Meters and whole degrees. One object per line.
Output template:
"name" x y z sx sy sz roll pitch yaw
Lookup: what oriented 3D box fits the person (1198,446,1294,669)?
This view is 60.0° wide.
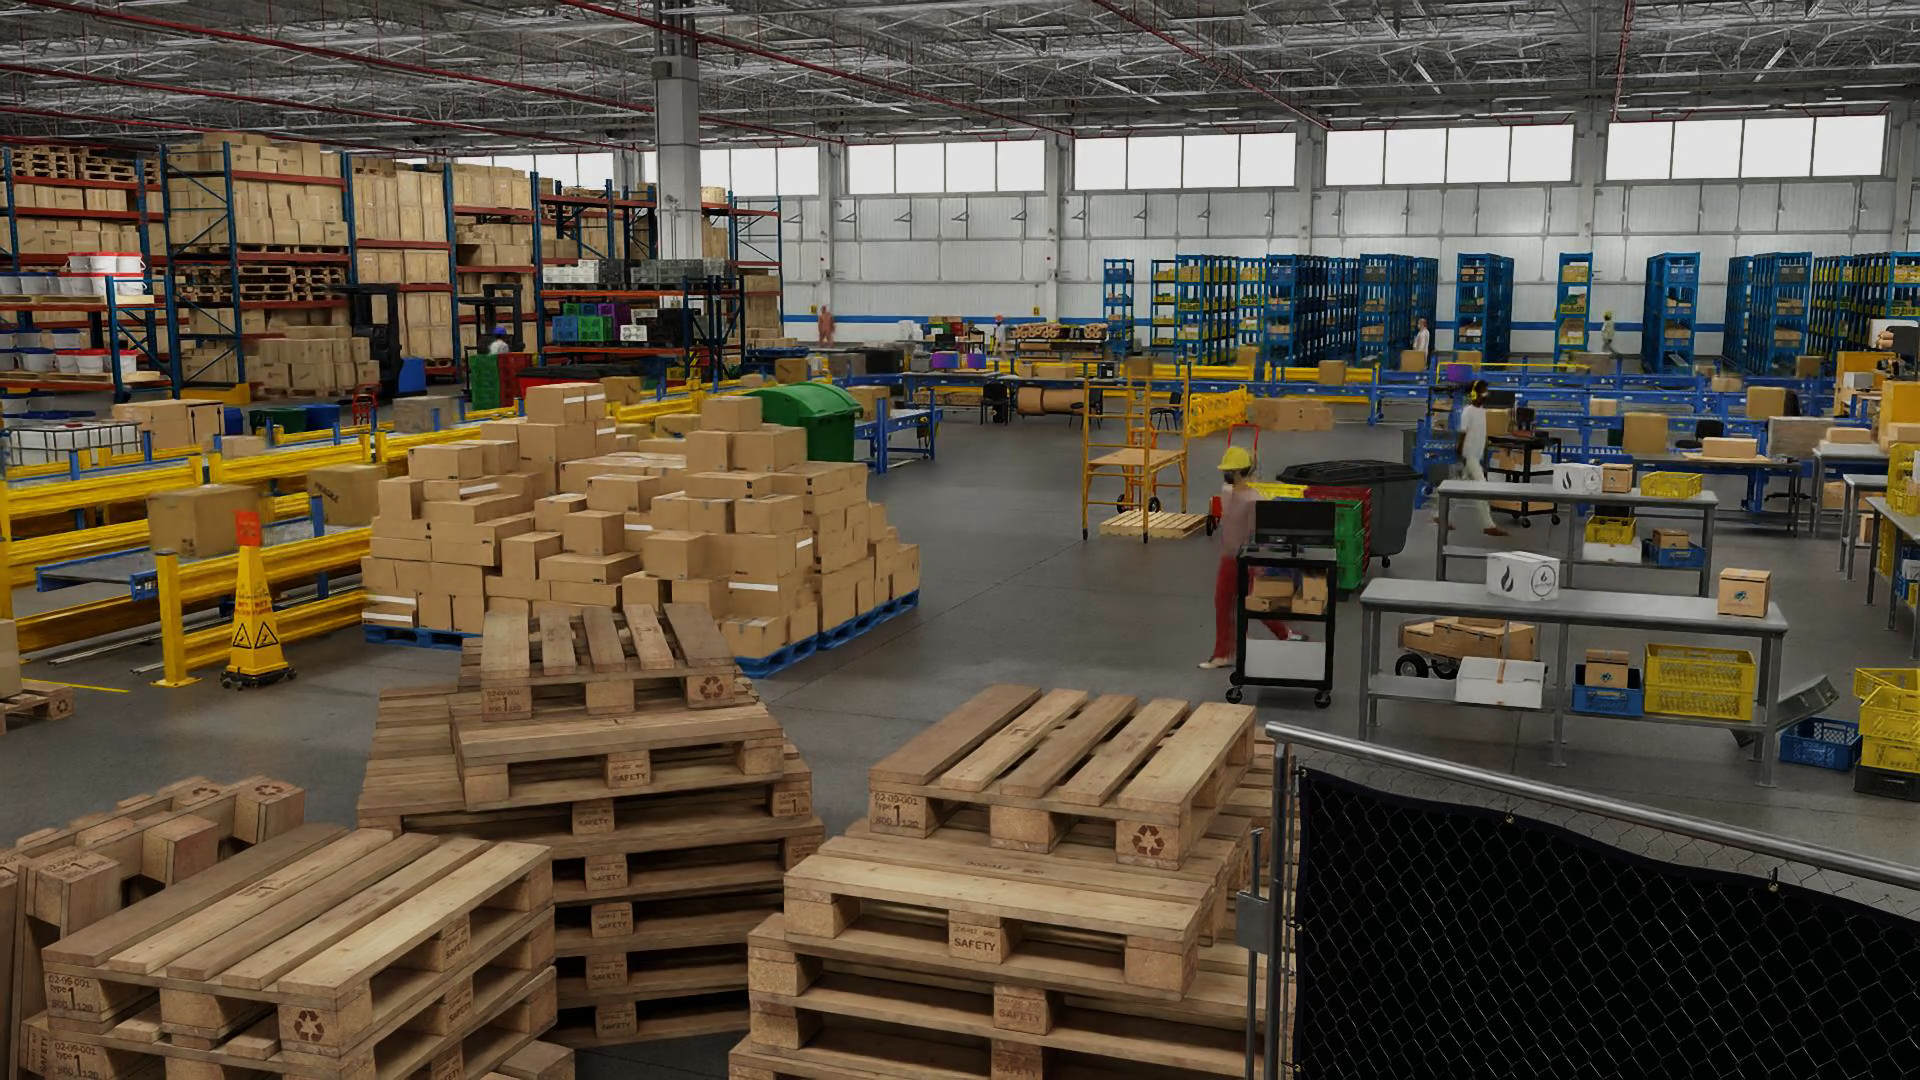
"person" 2.225 0.135 12.791 0.703 1.739 0.540 -4 10 -25

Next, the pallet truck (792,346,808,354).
"pallet truck" -3.705 -4.298 42.022 0.653 1.274 1.630 3 10 20

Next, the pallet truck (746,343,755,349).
"pallet truck" -6.183 -4.618 44.264 1.601 1.201 0.680 -9 12 -43

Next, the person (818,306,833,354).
"person" -5.149 -8.028 63.701 0.651 1.862 0.986 -5 10 -29

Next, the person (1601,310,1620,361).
"person" 22.692 -7.112 58.085 0.714 1.812 0.598 2 9 10

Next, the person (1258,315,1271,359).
"person" 9.457 -6.119 51.907 0.962 1.796 0.571 0 9 2

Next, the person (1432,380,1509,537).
"person" 6.008 -0.976 19.534 0.947 1.833 0.533 7 11 37

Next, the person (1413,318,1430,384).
"person" 12.058 -4.841 43.549 0.402 1.907 0.650 3 10 20

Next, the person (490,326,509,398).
"person" -10.155 -3.727 36.518 0.852 1.919 0.614 -8 12 -42

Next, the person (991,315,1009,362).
"person" 1.239 -6.548 54.874 0.881 1.702 0.579 -3 10 -18

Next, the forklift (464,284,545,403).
"forklift" -10.832 -4.702 39.610 1.129 2.768 1.873 3 10 20

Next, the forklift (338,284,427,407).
"forklift" -13.464 -4.563 38.740 1.129 2.768 1.873 3 10 20

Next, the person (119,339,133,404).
"person" -17.686 -3.407 35.237 0.362 1.685 0.535 -2 9 -13
